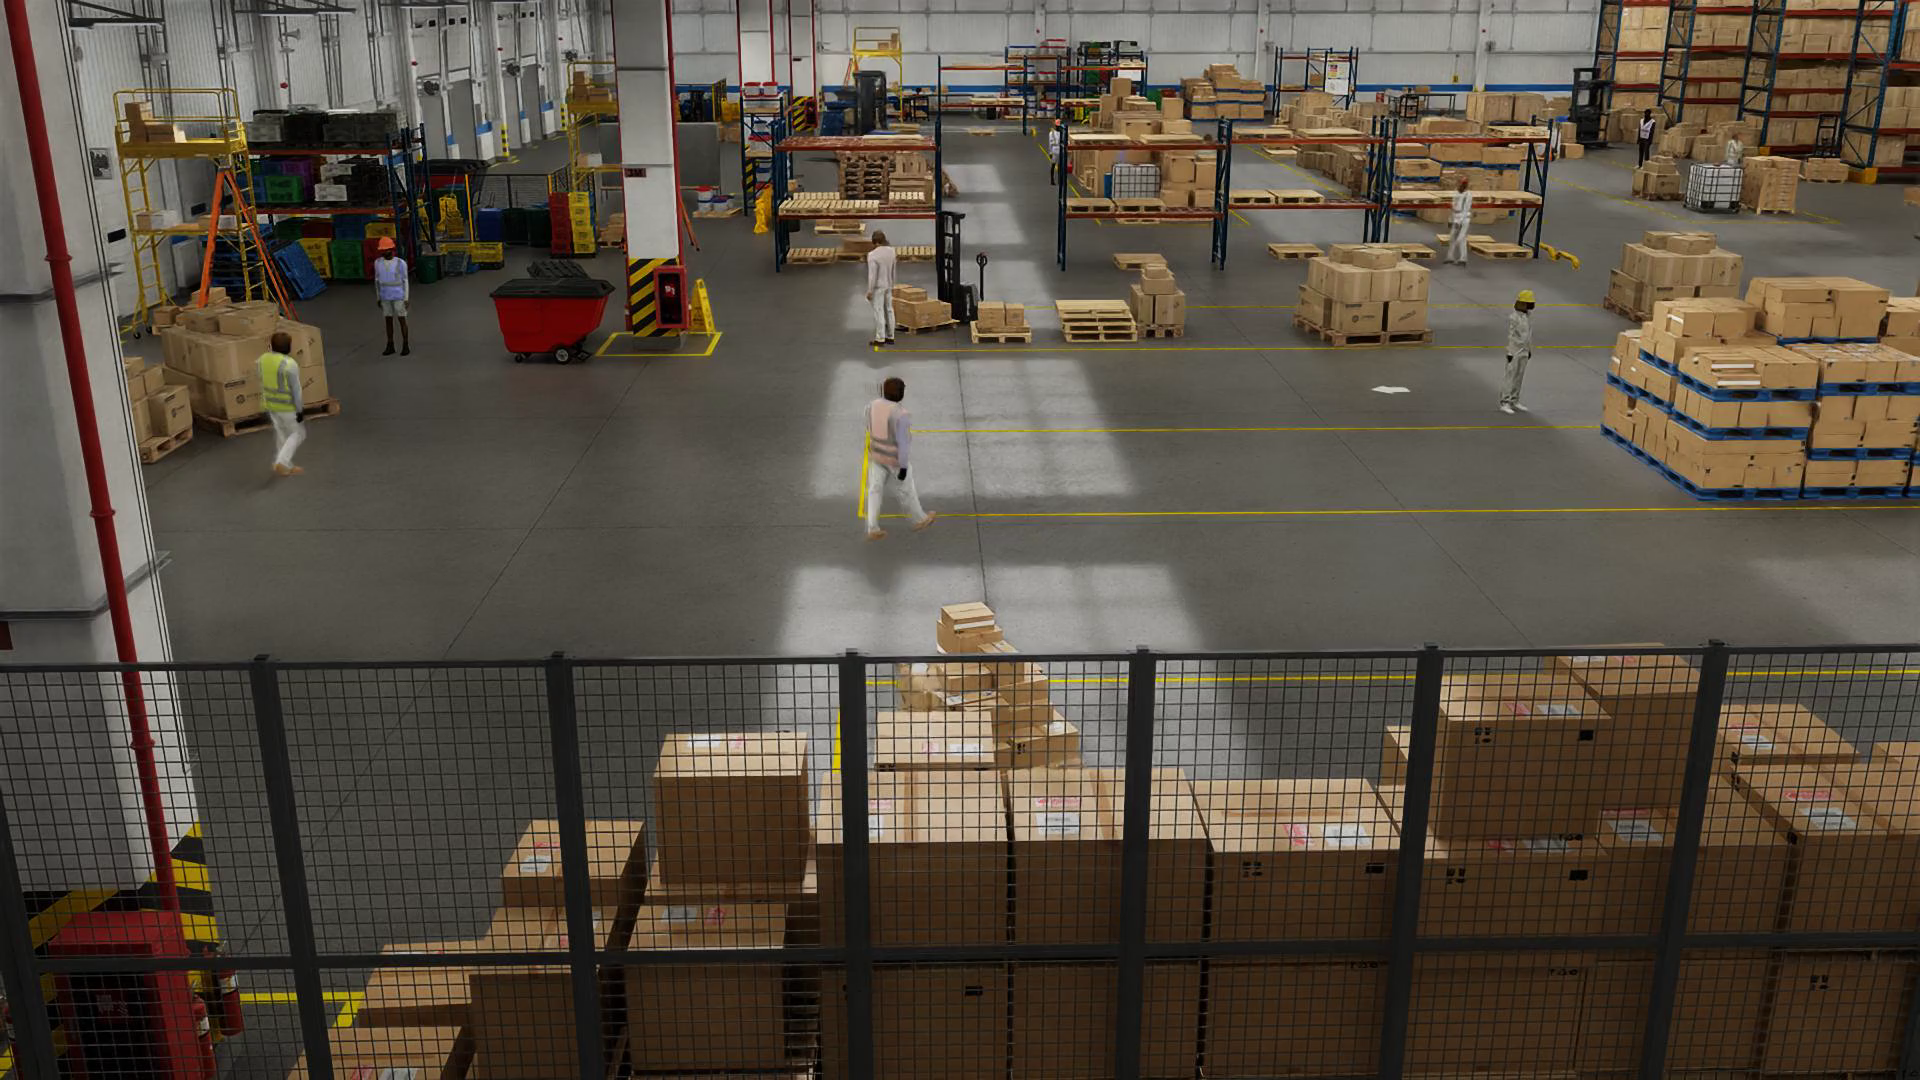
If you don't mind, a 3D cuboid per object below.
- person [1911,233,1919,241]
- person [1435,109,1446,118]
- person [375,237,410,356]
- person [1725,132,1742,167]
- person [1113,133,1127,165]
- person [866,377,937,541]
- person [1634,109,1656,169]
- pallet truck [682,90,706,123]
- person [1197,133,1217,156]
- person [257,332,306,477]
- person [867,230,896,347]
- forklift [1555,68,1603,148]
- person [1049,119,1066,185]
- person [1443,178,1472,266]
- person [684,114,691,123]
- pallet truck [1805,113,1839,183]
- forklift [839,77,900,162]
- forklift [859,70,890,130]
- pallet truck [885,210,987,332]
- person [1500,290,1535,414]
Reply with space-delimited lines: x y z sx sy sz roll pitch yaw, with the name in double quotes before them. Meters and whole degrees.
"person" 22.599 -7.859 38.599 0.637 1.948 0.960 -12 22 -31
"person" 16.653 -14.179 57.887 0.523 1.620 0.668 -4 19 -12
"person" -9.245 -3.965 27.083 0.542 1.939 0.363 1 19 4
"person" 22.927 -11.320 49.410 0.522 1.614 0.770 -7 20 -19
"person" 4.473 -10.204 45.677 0.762 1.892 0.606 0 19 0
"person" -0.691 -0.911 18.237 0.644 1.793 0.946 17 25 41
"person" 22.228 -12.992 53.914 0.397 1.911 0.587 -8 20 -24
"pallet truck" -9.671 -15.907 62.421 0.823 1.965 1.885 5 19 15
"person" 6.754 -10.136 45.450 0.652 1.900 0.639 14 23 35
"person" -8.287 -1.630 20.338 0.665 1.822 0.513 9 20 24
"person" -1.316 -4.198 27.782 0.355 1.933 0.633 15 24 37
"forklift" 22.749 -15.805 60.757 1.129 2.768 1.873 -5 19 -14
"person" 2.927 -11.602 49.741 0.545 1.938 0.355 -7 20 -21
"person" 10.706 -6.832 35.696 0.377 1.869 0.607 -10 21 -27
"person" -8.922 -13.143 54.684 0.316 1.695 0.541 3 19 9
"pallet truck" 26.403 -11.957 50.702 0.823 1.965 1.885 6 19 16
"forklift" -2.996 -13.906 55.124 1.873 2.768 1.129 4 19 11
"forklift" -3.114 -15.259 59.139 1.129 2.768 1.873 2 19 5
"pallet truck" -0.493 -4.759 29.349 1.885 1.965 0.823 -13 23 -34
"person" 7.930 -2.670 23.544 0.493 1.743 0.299 -13 23 -34
